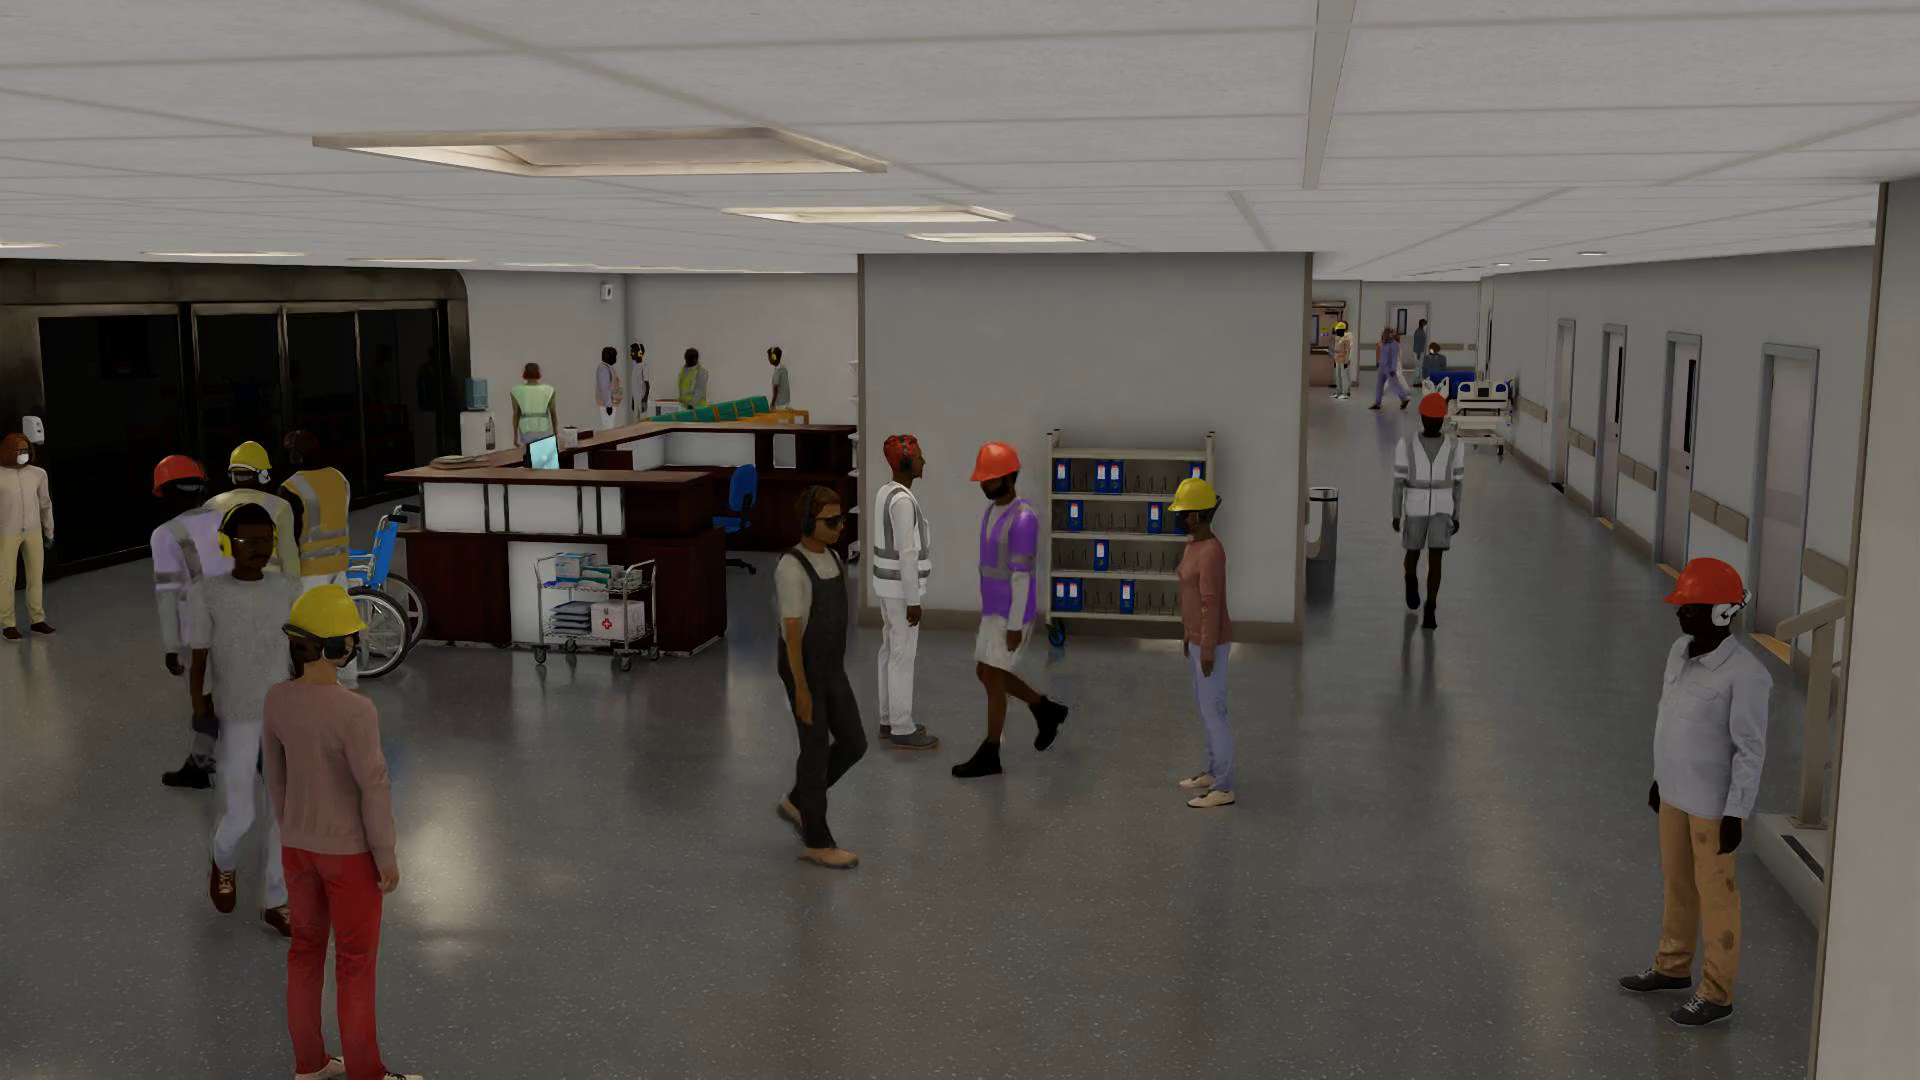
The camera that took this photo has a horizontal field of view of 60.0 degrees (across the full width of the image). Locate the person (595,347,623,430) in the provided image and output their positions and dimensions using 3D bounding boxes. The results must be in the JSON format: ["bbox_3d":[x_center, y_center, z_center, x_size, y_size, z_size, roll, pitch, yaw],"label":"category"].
[{"bbox_3d":[-5.541,-2.131,26.304,0.430,1.839,0.619,-2,9,-10],"label":"person"}]

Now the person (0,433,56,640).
[{"bbox_3d":[-7.398,-0.036,13.107,0.285,1.627,0.504,6,10,33],"label":"person"}]

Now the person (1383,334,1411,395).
[{"bbox_3d":[11.228,-4.502,42.820,0.862,1.595,0.526,1,9,10],"label":"person"}]

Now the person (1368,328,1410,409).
[{"bbox_3d":[9.852,-3.921,38.062,0.880,1.881,0.653,-2,9,-16],"label":"person"}]

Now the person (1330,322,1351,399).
[{"bbox_3d":[9.559,-4.502,41.727,0.385,1.928,0.589,-3,9,-17],"label":"person"}]

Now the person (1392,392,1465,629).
[{"bbox_3d":[3.848,-0.271,13.715,0.557,1.918,0.813,2,9,12],"label":"person"}]

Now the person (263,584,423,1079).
[{"bbox_3d":[-2.094,1.025,5.589,0.524,1.769,0.308,4,10,27],"label":"person"}]

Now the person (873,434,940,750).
[{"bbox_3d":[-0.337,0.308,9.952,0.355,1.884,0.575,-2,9,-15],"label":"person"}]

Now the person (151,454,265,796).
[{"bbox_3d":[-3.968,0.471,8.910,0.858,1.892,0.602,3,9,19],"label":"person"}]

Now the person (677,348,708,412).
[{"bbox_3d":[-4.280,-2.116,26.248,0.638,1.828,0.523,7,11,40],"label":"person"}]

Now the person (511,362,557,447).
[{"bbox_3d":[-5.480,-1.389,21.483,0.575,1.816,0.869,-3,9,-21],"label":"person"}]

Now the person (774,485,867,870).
[{"bbox_3d":[-0.681,0.650,7.850,0.416,1.830,0.525,4,10,27],"label":"person"}]

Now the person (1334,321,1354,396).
[{"bbox_3d":[9.892,-4.665,42.778,0.354,1.936,0.635,-2,9,-13],"label":"person"}]

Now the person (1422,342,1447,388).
[{"bbox_3d":[10.274,-3.484,36.023,0.515,1.612,0.567,4,9,23],"label":"person"}]

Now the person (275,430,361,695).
[{"bbox_3d":[-4.235,0.198,10.898,0.432,1.835,0.628,3,9,18],"label":"person"}]

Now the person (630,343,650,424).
[{"bbox_3d":[-5.232,-2.273,27.125,0.328,1.872,0.515,-6,10,-35],"label":"person"}]

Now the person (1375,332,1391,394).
[{"bbox_3d":[11.134,-4.643,43.649,0.546,1.634,0.314,-4,10,-26],"label":"person"}]

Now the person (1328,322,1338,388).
[{"bbox_3d":[10.461,-5.143,46.295,0.403,1.833,0.591,2,9,14],"label":"person"}]

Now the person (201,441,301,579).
[{"bbox_3d":[-4.287,0.315,10.127,0.595,1.825,0.404,1,9,6],"label":"person"}]

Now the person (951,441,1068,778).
[{"bbox_3d":[0.288,0.380,9.410,0.700,1.905,0.550,-4,9,-23],"label":"person"}]

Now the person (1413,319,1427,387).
[{"bbox_3d":[12.904,-5.241,46.655,0.384,1.928,0.636,4,9,25],"label":"person"}]

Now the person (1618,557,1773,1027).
[{"bbox_3d":[2.761,0.932,6.241,0.327,1.753,0.563,-1,9,-9],"label":"person"}]

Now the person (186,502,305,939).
[{"bbox_3d":[-3.006,0.755,7.059,0.506,1.860,0.538,8,12,43],"label":"person"}]

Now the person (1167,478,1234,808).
[{"bbox_3d":[1.282,0.540,8.873,0.382,1.756,0.536,0,9,0],"label":"person"}]
